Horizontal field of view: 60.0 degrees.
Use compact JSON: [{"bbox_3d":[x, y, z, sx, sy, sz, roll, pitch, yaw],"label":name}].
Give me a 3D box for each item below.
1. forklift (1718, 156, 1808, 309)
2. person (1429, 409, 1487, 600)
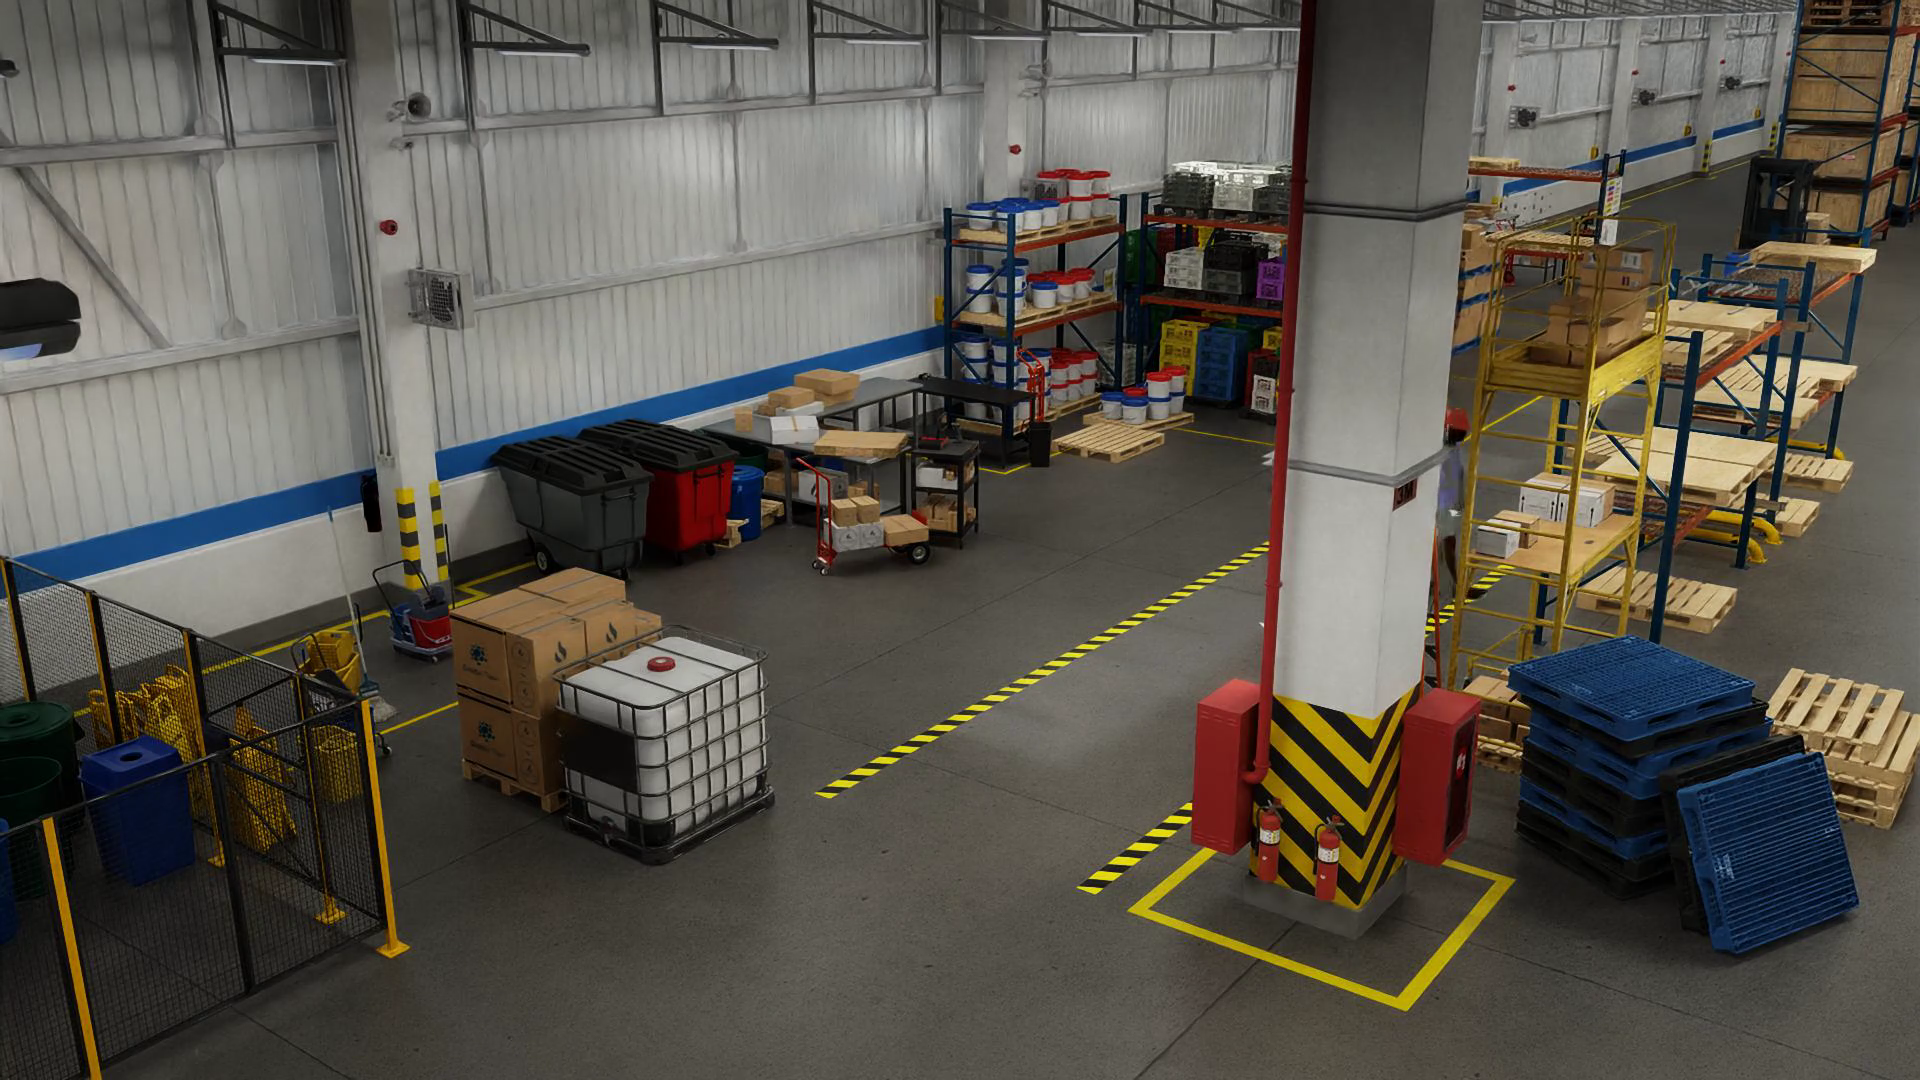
[{"bbox_3d":[15.260,-5.805,31.387,1.129,2.768,1.873,13,22,34],"label":"forklift"},{"bbox_3d":[4.826,-0.359,16.286,0.957,1.891,0.568,11,21,31],"label":"person"}]
